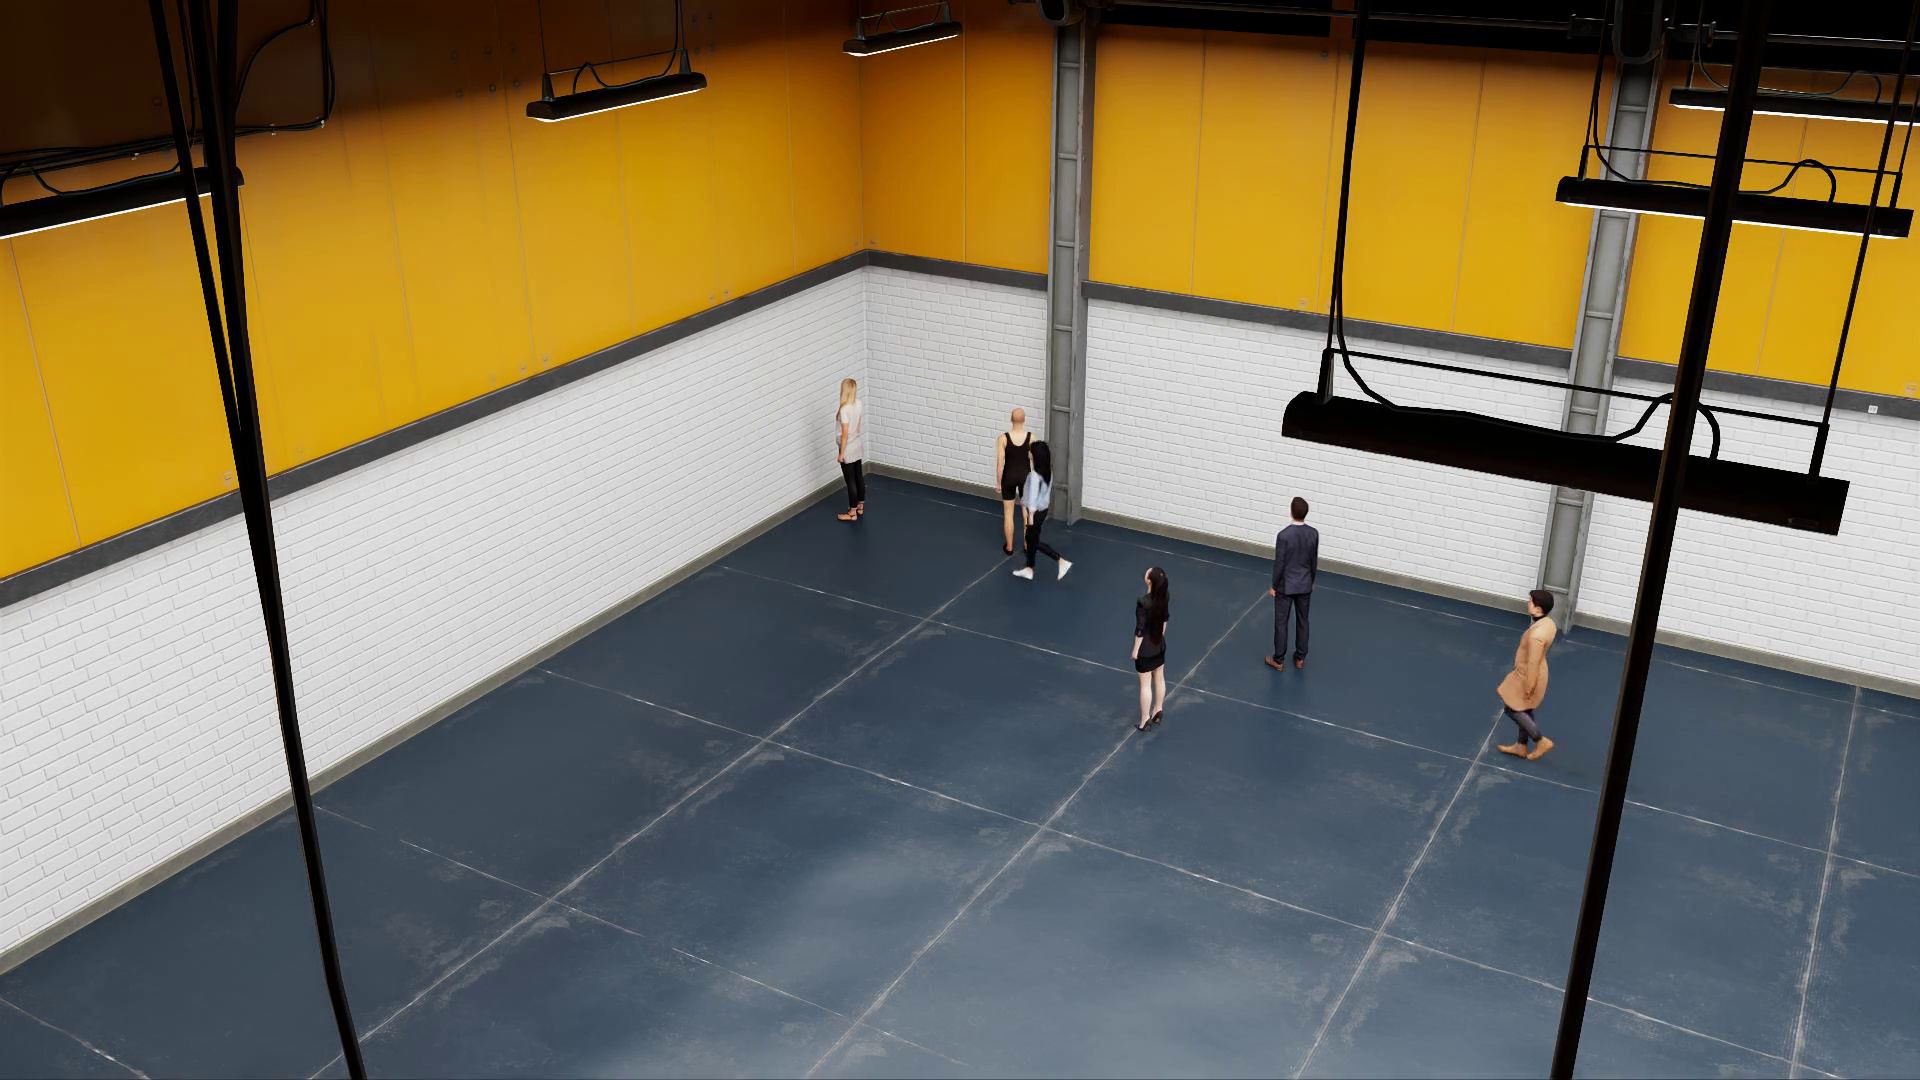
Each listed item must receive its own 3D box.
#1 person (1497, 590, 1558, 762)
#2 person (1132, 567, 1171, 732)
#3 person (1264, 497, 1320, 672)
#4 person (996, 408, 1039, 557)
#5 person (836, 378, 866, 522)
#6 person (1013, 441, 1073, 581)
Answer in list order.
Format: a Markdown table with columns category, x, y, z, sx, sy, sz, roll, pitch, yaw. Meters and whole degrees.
| category | x | y | z | sx | sy | sz | roll | pitch | yaw |
| --- | --- | --- | --- | --- | --- | --- | --- | --- | --- |
| person | 5.321 | 1.268 | 15.282 | 0.809 | 1.713 | 0.664 | 15 | 28 | 30 |
| person | 1.829 | 1.027 | 15.852 | 0.650 | 1.697 | 0.623 | -21 | 31 | -40 |
| person | 3.400 | 0.444 | 16.972 | 0.733 | 1.868 | 0.793 | -6 | 24 | -14 |
| person | 0.675 | -0.689 | 19.631 | 0.648 | 1.815 | 0.771 | -1 | 24 | -3 |
| person | -1.343 | -1.131 | 20.627 | 0.544 | 1.827 | 0.611 | 11 | 26 | 23 |
| person | 0.943 | -0.292 | 18.877 | 0.983 | 1.690 | 0.710 | 9 | 25 | 19 |
